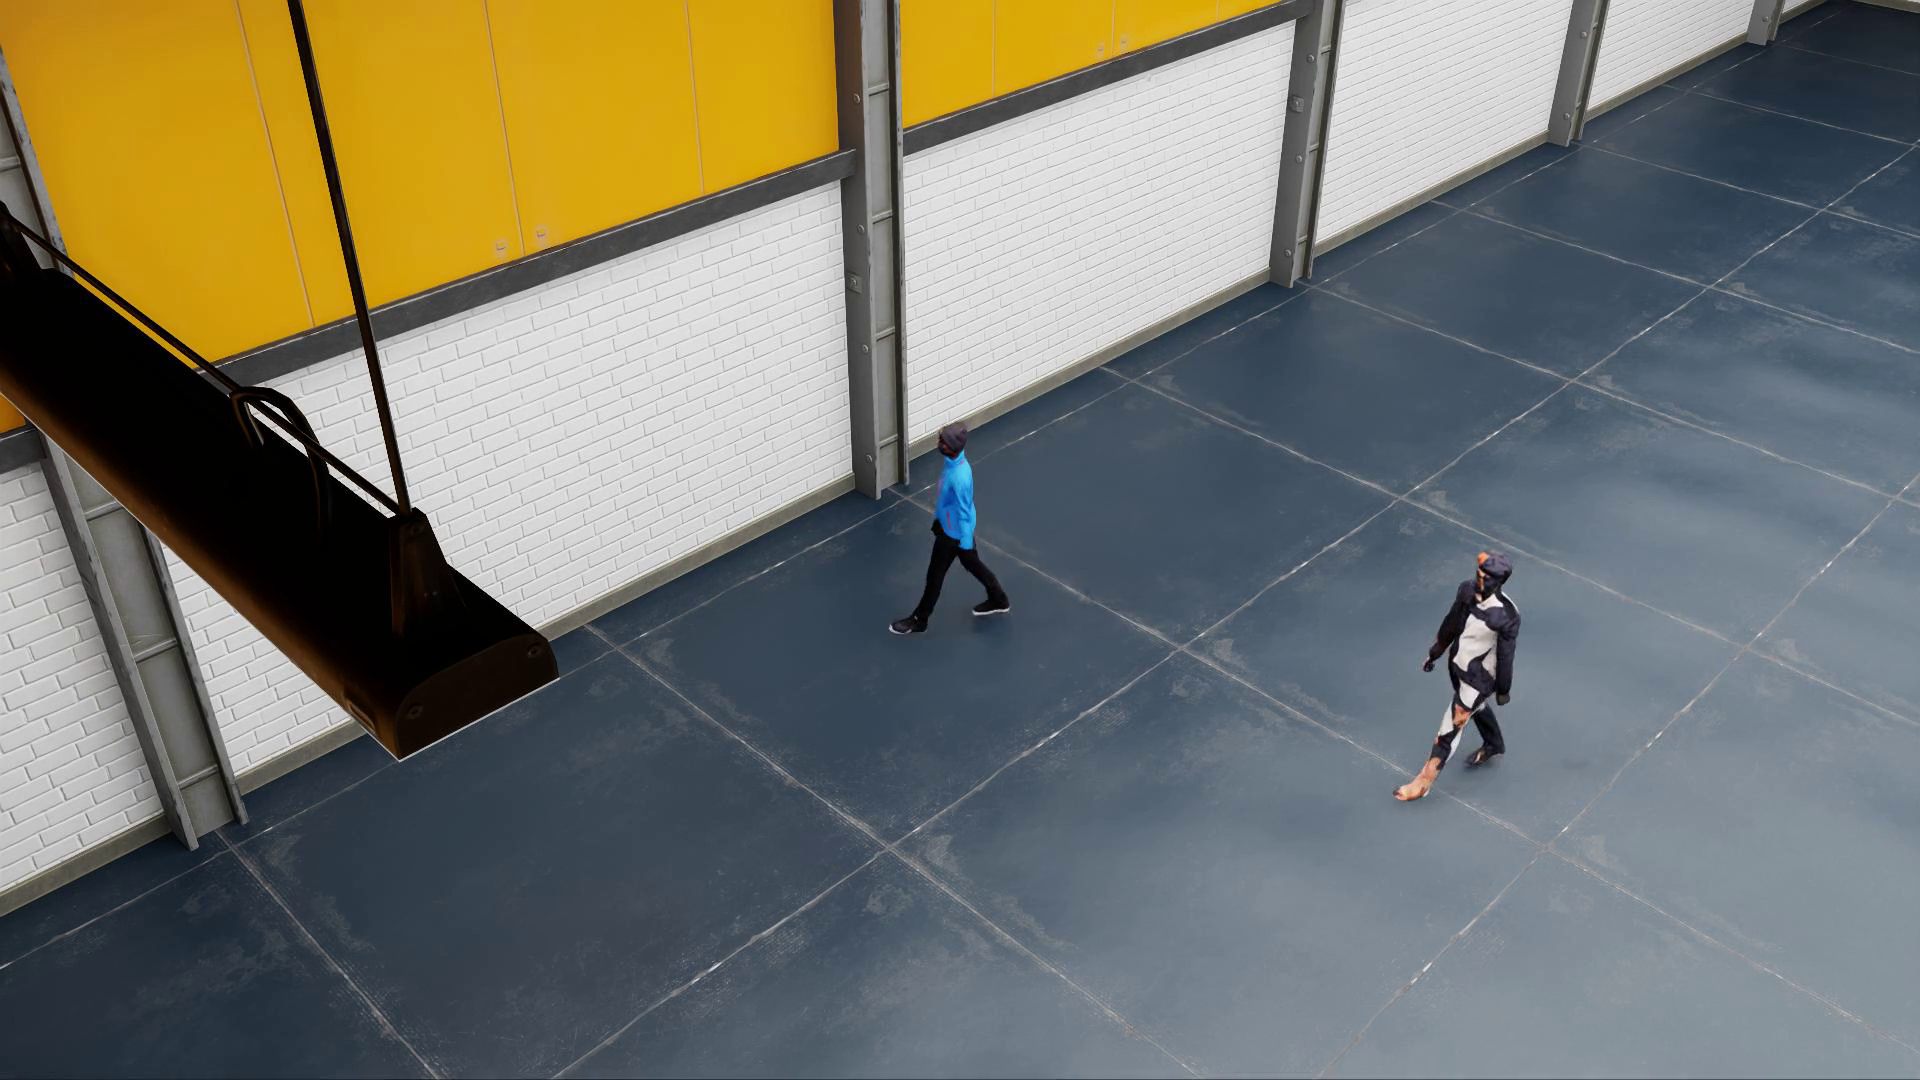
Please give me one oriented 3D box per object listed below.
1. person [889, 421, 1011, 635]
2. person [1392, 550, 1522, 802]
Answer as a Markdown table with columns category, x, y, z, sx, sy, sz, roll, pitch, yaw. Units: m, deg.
| category | x | y | z | sx | sy | sz | roll | pitch | yaw |
| --- | --- | --- | --- | --- | --- | --- | --- | --- | --- |
| person | 0.066 | -0.074 | 12.253 | 1.222 | 1.746 | 1.093 | -3 | 34 | -5 |
| person | 3.395 | 0.844 | 10.776 | 1.304 | 1.853 | 1.048 | -10 | 35 | -15 |
